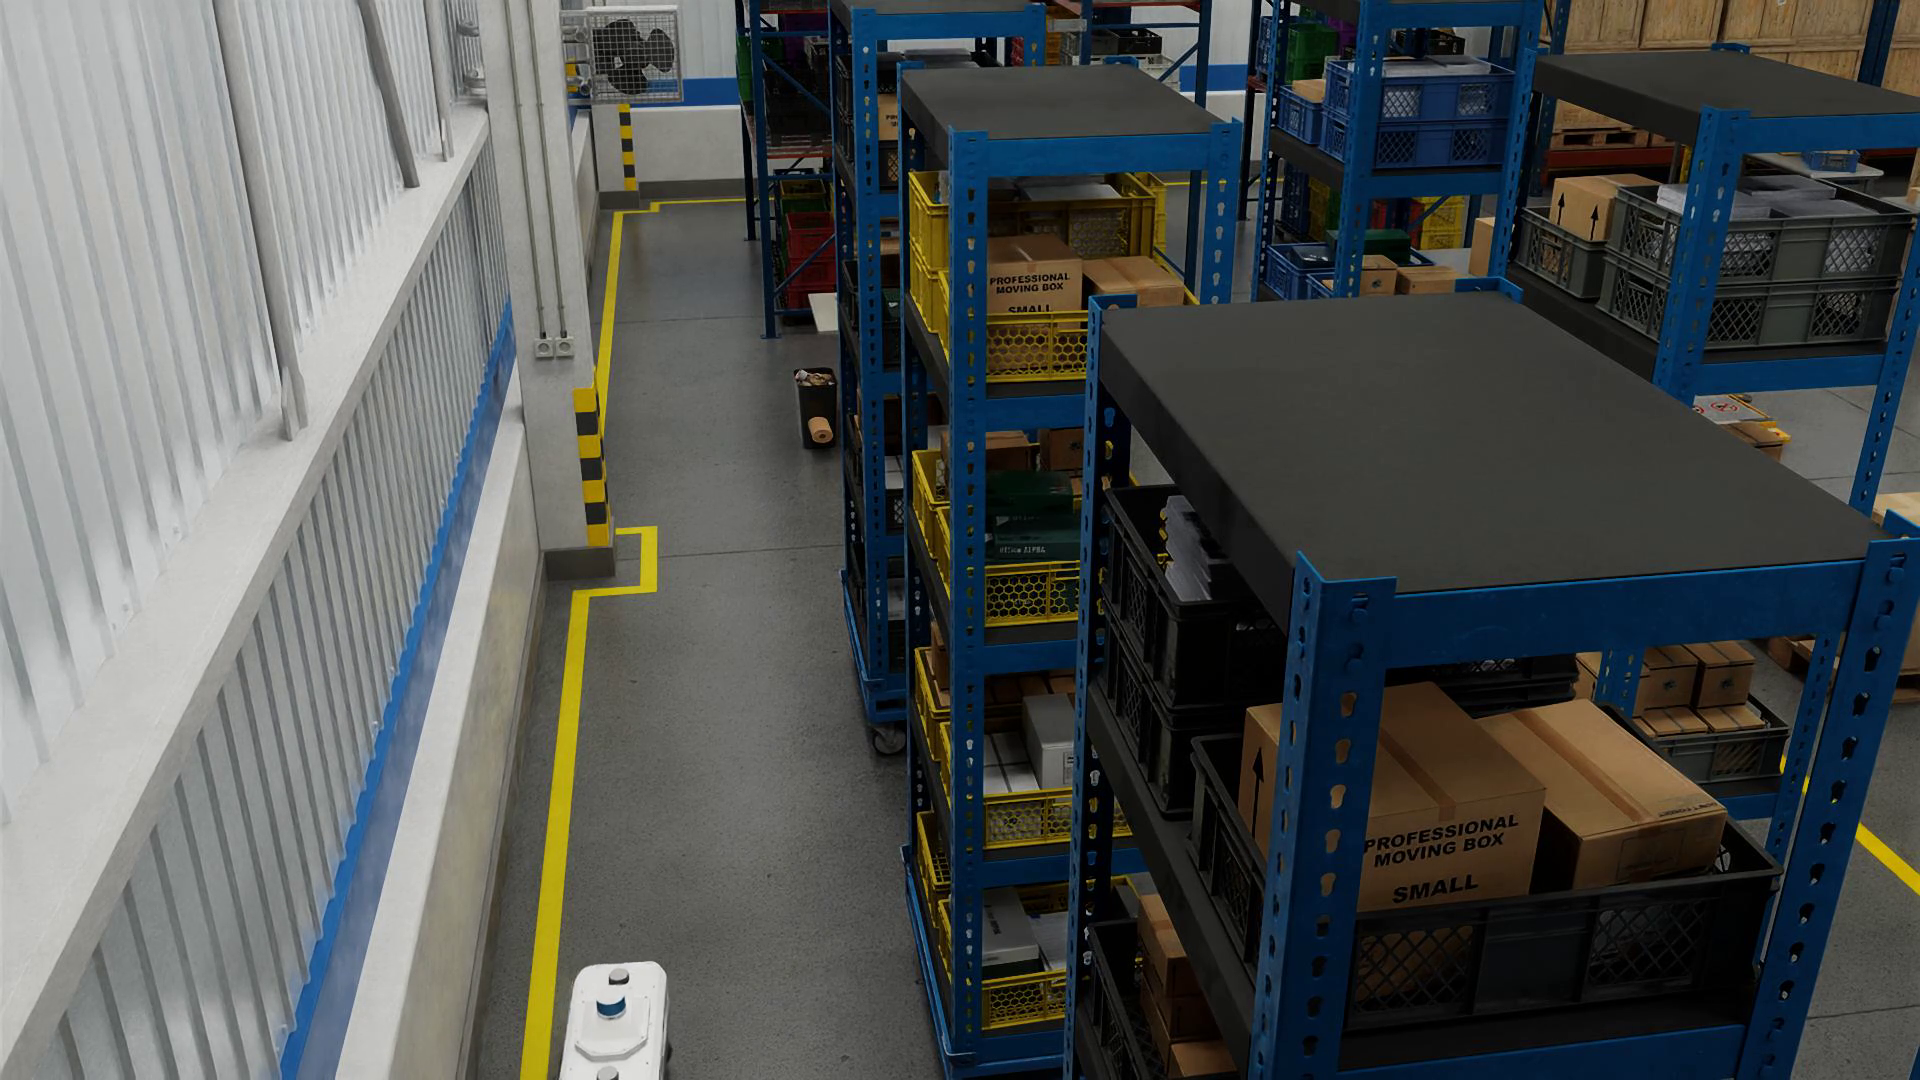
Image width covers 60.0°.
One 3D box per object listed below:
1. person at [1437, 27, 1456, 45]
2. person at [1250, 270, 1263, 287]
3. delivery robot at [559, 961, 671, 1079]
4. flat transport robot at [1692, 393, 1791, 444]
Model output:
[{"bbox_3d":[5.358,-4.801,18.721,0.627,1.940,0.371,15,29,29],"label":"person"},{"bbox_3d":[1.892,-0.934,10.683,0.380,1.615,0.539,17,30,32],"label":"person"},{"bbox_3d":[-1.221,1.802,5.904,0.477,0.478,0.707,-3,25,-6],"label":"delivery robot"},{"bbox_3d":[5.224,-0.859,12.132,1.431,0.197,0.652,-4,25,-8],"label":"flat transport robot"}]
